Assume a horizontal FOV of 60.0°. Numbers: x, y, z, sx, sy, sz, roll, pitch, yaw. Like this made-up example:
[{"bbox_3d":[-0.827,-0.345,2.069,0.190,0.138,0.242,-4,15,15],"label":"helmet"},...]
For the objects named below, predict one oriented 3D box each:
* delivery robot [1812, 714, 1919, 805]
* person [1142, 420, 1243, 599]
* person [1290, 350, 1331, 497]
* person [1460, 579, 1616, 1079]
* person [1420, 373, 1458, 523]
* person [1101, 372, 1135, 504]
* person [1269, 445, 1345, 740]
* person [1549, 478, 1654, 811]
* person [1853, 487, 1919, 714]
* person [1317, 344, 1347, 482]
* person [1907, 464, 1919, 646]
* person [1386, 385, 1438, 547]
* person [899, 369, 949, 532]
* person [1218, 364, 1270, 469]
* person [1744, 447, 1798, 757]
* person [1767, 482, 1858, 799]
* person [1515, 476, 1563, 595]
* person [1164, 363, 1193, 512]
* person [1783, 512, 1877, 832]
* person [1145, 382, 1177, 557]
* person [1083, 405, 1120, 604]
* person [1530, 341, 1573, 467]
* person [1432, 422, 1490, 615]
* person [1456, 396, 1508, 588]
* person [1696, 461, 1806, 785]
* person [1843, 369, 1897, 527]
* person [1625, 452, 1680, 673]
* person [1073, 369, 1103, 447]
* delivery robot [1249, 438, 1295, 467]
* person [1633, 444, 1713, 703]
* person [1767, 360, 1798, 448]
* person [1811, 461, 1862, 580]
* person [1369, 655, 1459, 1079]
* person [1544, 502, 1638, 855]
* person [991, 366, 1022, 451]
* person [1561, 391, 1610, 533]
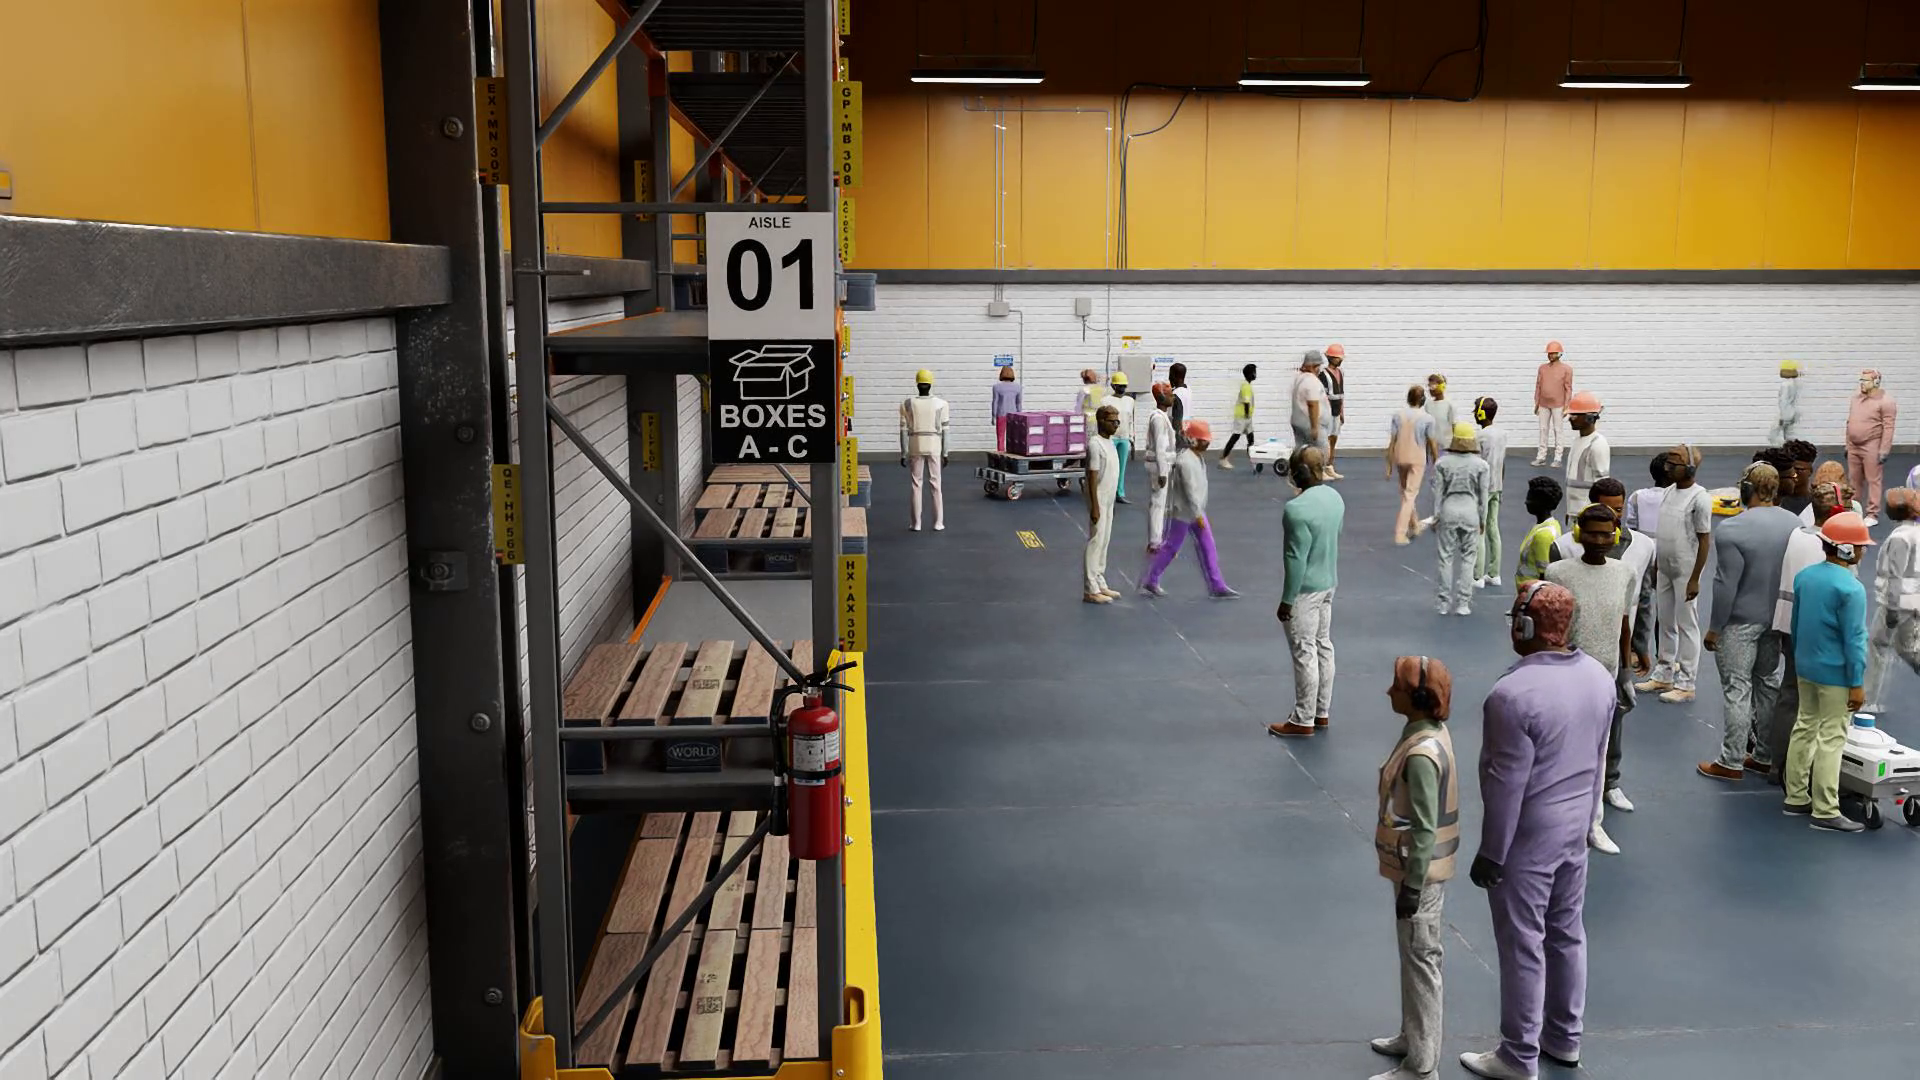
[{"bbox_3d":[5.084,1.226,9.378,0.477,0.478,0.707,-2,9,-11],"label":"delivery robot"},{"bbox_3d":[2.150,-0.278,15.548,0.937,1.699,0.545,5,10,29],"label":"person"},{"bbox_3d":[4.782,-1.584,22.660,0.536,2.000,0.710,-2,9,-12],"label":"person"},{"bbox_3d":[2.151,1.093,6.272,0.651,1.906,0.402,-6,11,-35],"label":"person"},{"bbox_3d":[5.829,-1.091,20.168,0.364,1.860,0.541,-5,10,-30],"label":"person"},{"bbox_3d":[2.085,-1.338,21.973,0.523,1.769,0.323,-5,10,-29],"label":"person"},{"bbox_3d":[2.275,0.339,10.916,0.373,1.938,0.630,7,11,36],"label":"person"},{"bbox_3d":[3.611,0.587,9.449,0.590,1.910,0.387,0,9,-3],"label":"person"},{"bbox_3d":[6.466,0.441,11.325,0.695,1.615,0.523,9,13,44],"label":"person"},{"bbox_3d":[5.492,-1.874,24.521,0.602,2.035,0.401,-9,12,-43],"label":"person"},{"bbox_3d":[7.824,0.031,13.182,0.429,1.835,0.624,-6,11,-35],"label":"person"},{"bbox_3d":[5.149,-0.848,18.824,0.527,1.786,0.984,8,12,40],"label":"person"},{"bbox_3d":[-0.425,-1.057,19.708,0.589,1.928,0.386,-1,9,-4],"label":"person"},{"bbox_3d":[4.440,-1.935,26.093,0.803,1.660,0.559,1,9,8],"label":"person"},{"bbox_3d":[5.084,0.386,10.519,0.361,1.965,0.613,6,11,31],"label":"person"},{"bbox_3d":[4.969,0.577,9.703,0.373,1.843,0.569,-2,9,-11],"label":"person"},{"bbox_3d":[3.898,0.414,11.197,0.318,1.697,0.535,3,9,17],"label":"person"},{"bbox_3d":[2.818,-1.318,21.369,0.391,1.921,0.593,3,9,17],"label":"person"},{"bbox_3d":[4.796,0.712,9.142,0.331,1.750,0.573,-1,9,-5],"label":"person"},{"bbox_3d":[2.174,-0.758,17.970,0.356,1.884,0.574,1,9,4],"label":"person"},{"bbox_3d":[1.320,-0.335,15.438,0.325,1.842,0.516,4,10,22],"label":"person"},{"bbox_3d":[9.376,-2.148,26.346,0.382,1.995,0.612,-8,12,-41],"label":"person"},{"bbox_3d":[4.477,-0.188,14.910,0.488,1.725,0.428,3,9,17],"label":"person"},{"bbox_3d":[5.105,-0.463,16.198,0.511,1.862,0.327,-6,11,-34],"label":"person"},{"bbox_3d":[4.725,0.493,9.941,0.635,1.939,0.366,-3,10,-20],"label":"person"},{"bbox_3d":[10.958,-1.115,20.135,0.401,1.910,0.642,-2,9,-14],"label":"person"},{"bbox_3d":[5.344,0.171,12.731,0.316,1.693,0.540,-5,11,-31],"label":"person"},{"bbox_3d":[1.917,-1.801,25.366,0.614,1.614,0.509,8,12,40],"label":"person"},{"bbox_3d":[4.771,-1.317,25.346,0.707,0.478,0.477,6,11,32],"label":"delivery robot"},{"bbox_3d":[5.111,0.235,11.856,0.345,1.846,0.506,-2,9,-12],"label":"person"},{"bbox_3d":[12.725,-1.921,25.728,0.504,1.728,0.454,-9,13,-44],"label":"person"},{"bbox_3d":[6.566,0.211,12.663,0.509,1.632,0.267,7,11,36],"label":"person"},{"bbox_3d":[1.700,1.233,6.217,0.307,1.644,0.525,3,9,16],"label":"person"},{"bbox_3d":[3.284,0.726,8.703,0.532,1.867,0.321,-1,9,-4],"label":"person"},{"bbox_3d":[0.732,-1.910,26.017,0.494,1.624,0.282,-3,10,-20],"label":"person"},{"bbox_3d":[5.335,-0.255,14.311,0.389,2.041,0.614,0,9,2],"label":"person"}]
